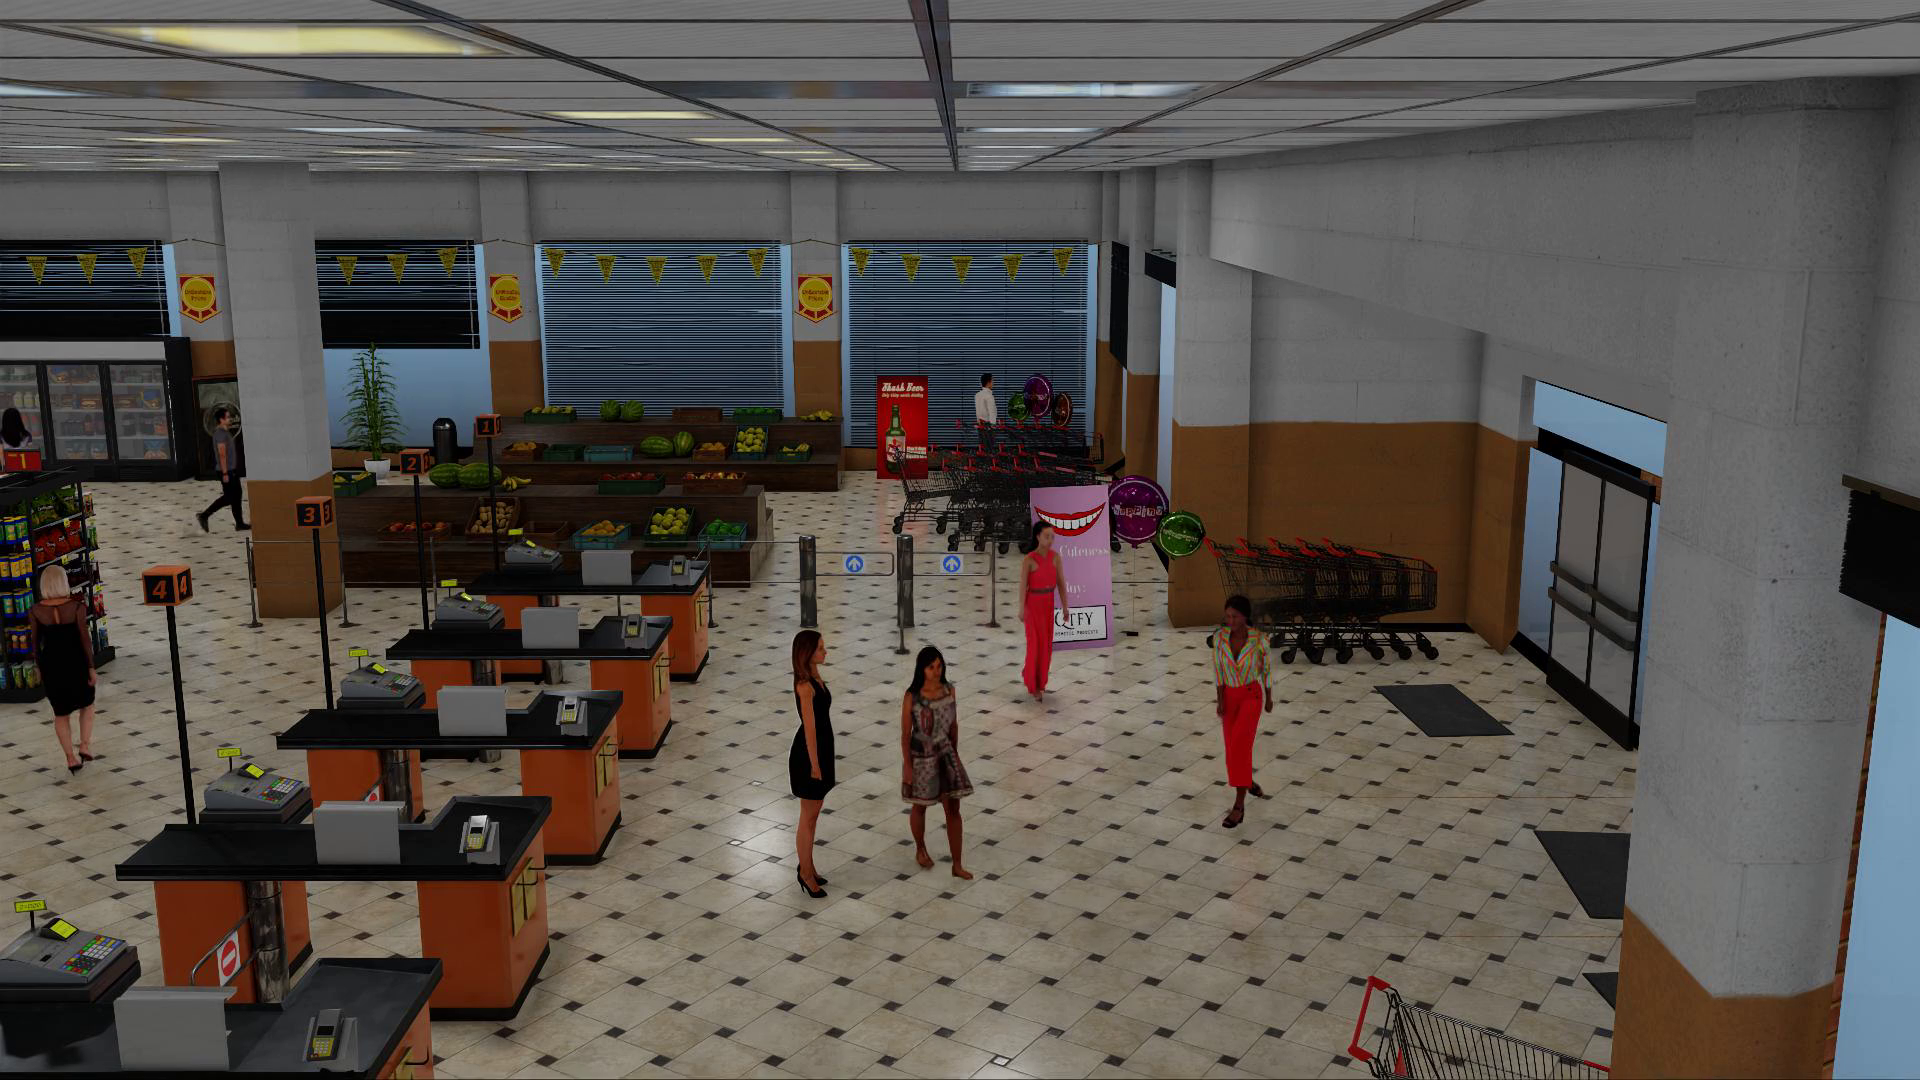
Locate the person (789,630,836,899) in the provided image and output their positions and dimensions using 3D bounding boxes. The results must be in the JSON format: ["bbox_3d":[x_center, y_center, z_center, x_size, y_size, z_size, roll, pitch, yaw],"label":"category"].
[{"bbox_3d":[-0.997,1.498,11.204,0.505,1.835,0.565,0,12,0],"label":"person"}]

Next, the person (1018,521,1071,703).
[{"bbox_3d":[0.695,0.651,15.528,0.843,1.711,0.865,-8,14,-32],"label":"person"}]

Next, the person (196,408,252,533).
[{"bbox_3d":[-10.245,-0.947,23.052,1.072,1.737,0.836,-4,13,-20],"label":"person"}]

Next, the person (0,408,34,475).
[{"bbox_3d":[-13.315,-1.021,23.480,0.619,1.706,0.724,-7,14,-31],"label":"person"}]

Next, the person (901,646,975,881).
[{"bbox_3d":[-0.240,1.518,11.627,0.969,1.623,0.936,-5,13,-24],"label":"person"}]

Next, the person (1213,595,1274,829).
[{"bbox_3d":[2.147,1.264,12.534,1.037,1.745,0.940,4,13,20],"label":"person"}]

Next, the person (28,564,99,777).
[{"bbox_3d":[-7.261,1.077,13.452,0.645,1.734,0.762,-3,12,-15],"label":"person"}]

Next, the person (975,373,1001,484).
[{"bbox_3d":[0.420,-1.801,26.932,0.727,1.811,0.743,-6,13,-27],"label":"person"}]
